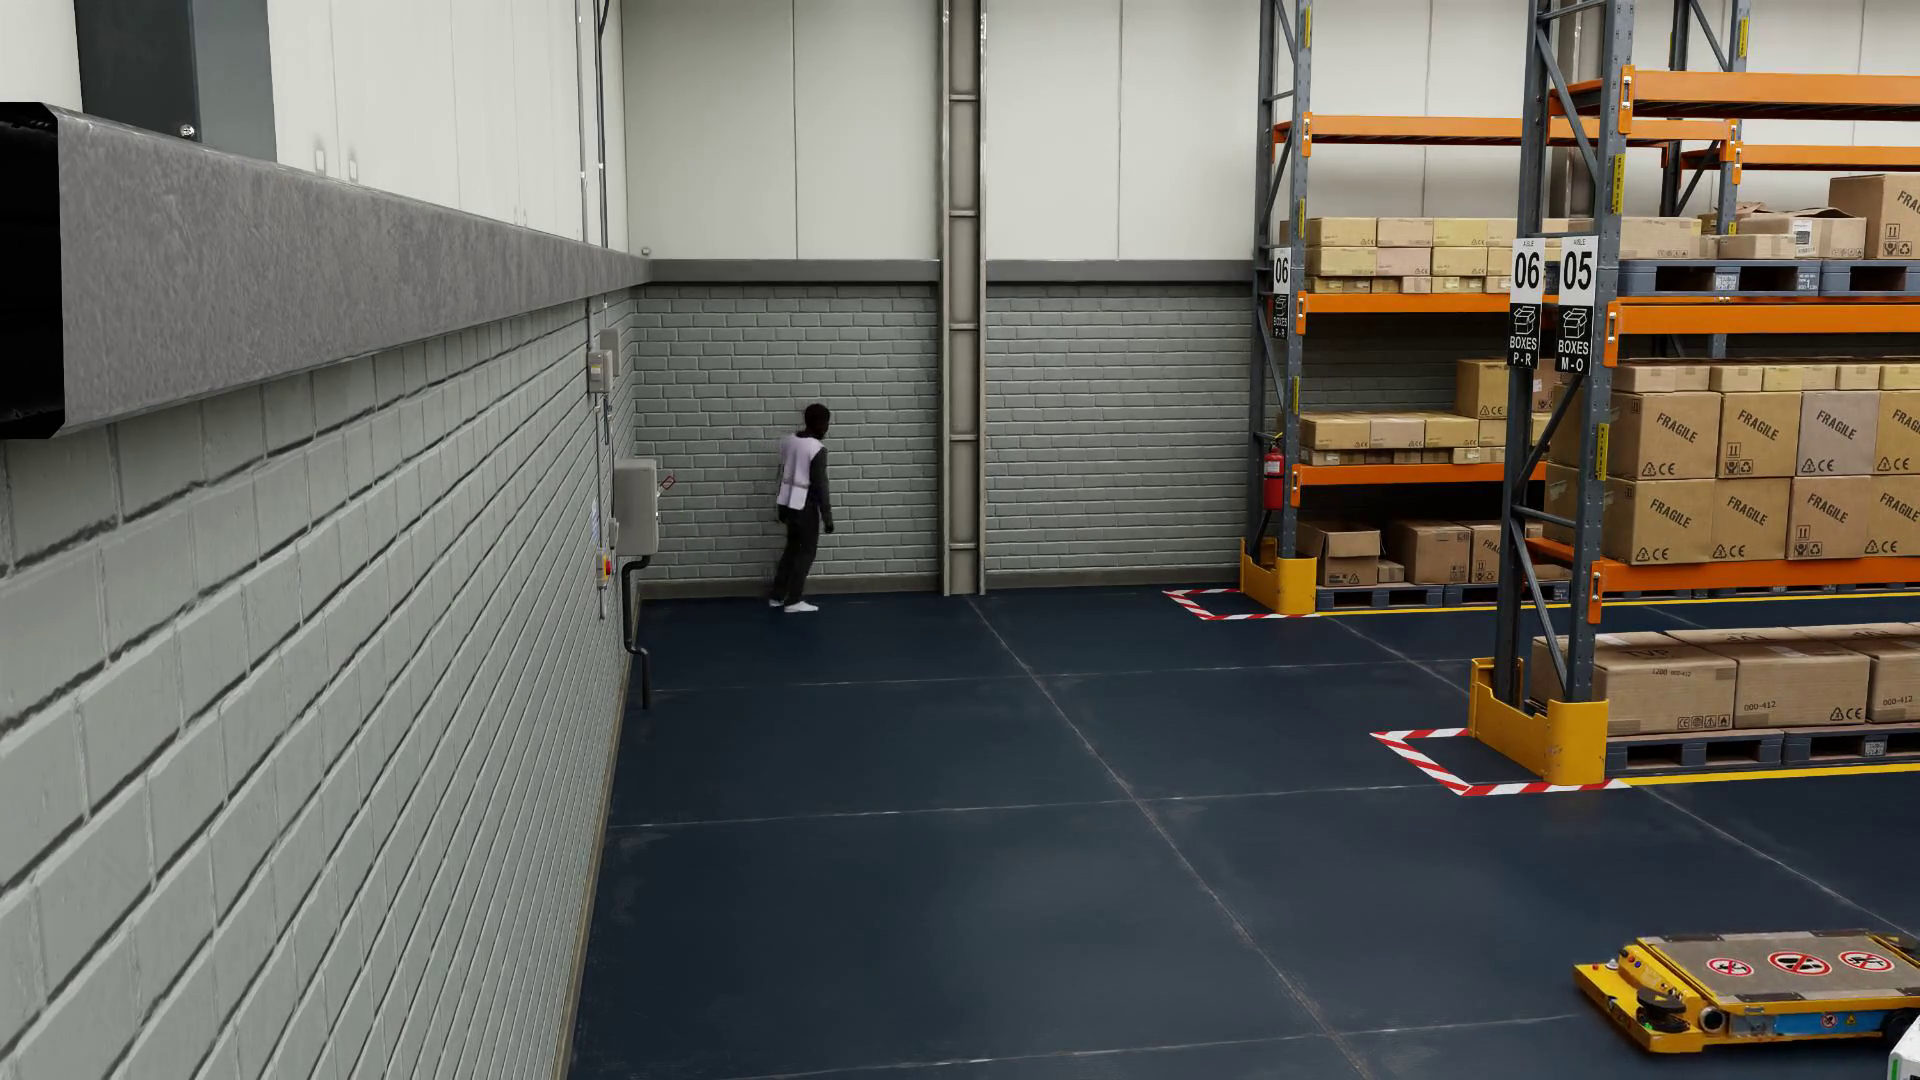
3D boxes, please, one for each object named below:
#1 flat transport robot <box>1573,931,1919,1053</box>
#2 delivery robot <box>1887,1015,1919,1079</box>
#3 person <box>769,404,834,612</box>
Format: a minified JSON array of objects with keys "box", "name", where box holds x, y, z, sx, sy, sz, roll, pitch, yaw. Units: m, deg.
[{"box":[3.326,1.815,6.748,1.431,0.197,0.652,-1,9,-5],"name":"flat transport robot"},{"box":[3.463,1.790,5.736,0.477,0.478,0.707,8,12,42],"name":"delivery robot"},{"box":[-1.393,-0.277,14.726,0.417,1.870,0.672,-7,12,-38],"name":"person"}]
